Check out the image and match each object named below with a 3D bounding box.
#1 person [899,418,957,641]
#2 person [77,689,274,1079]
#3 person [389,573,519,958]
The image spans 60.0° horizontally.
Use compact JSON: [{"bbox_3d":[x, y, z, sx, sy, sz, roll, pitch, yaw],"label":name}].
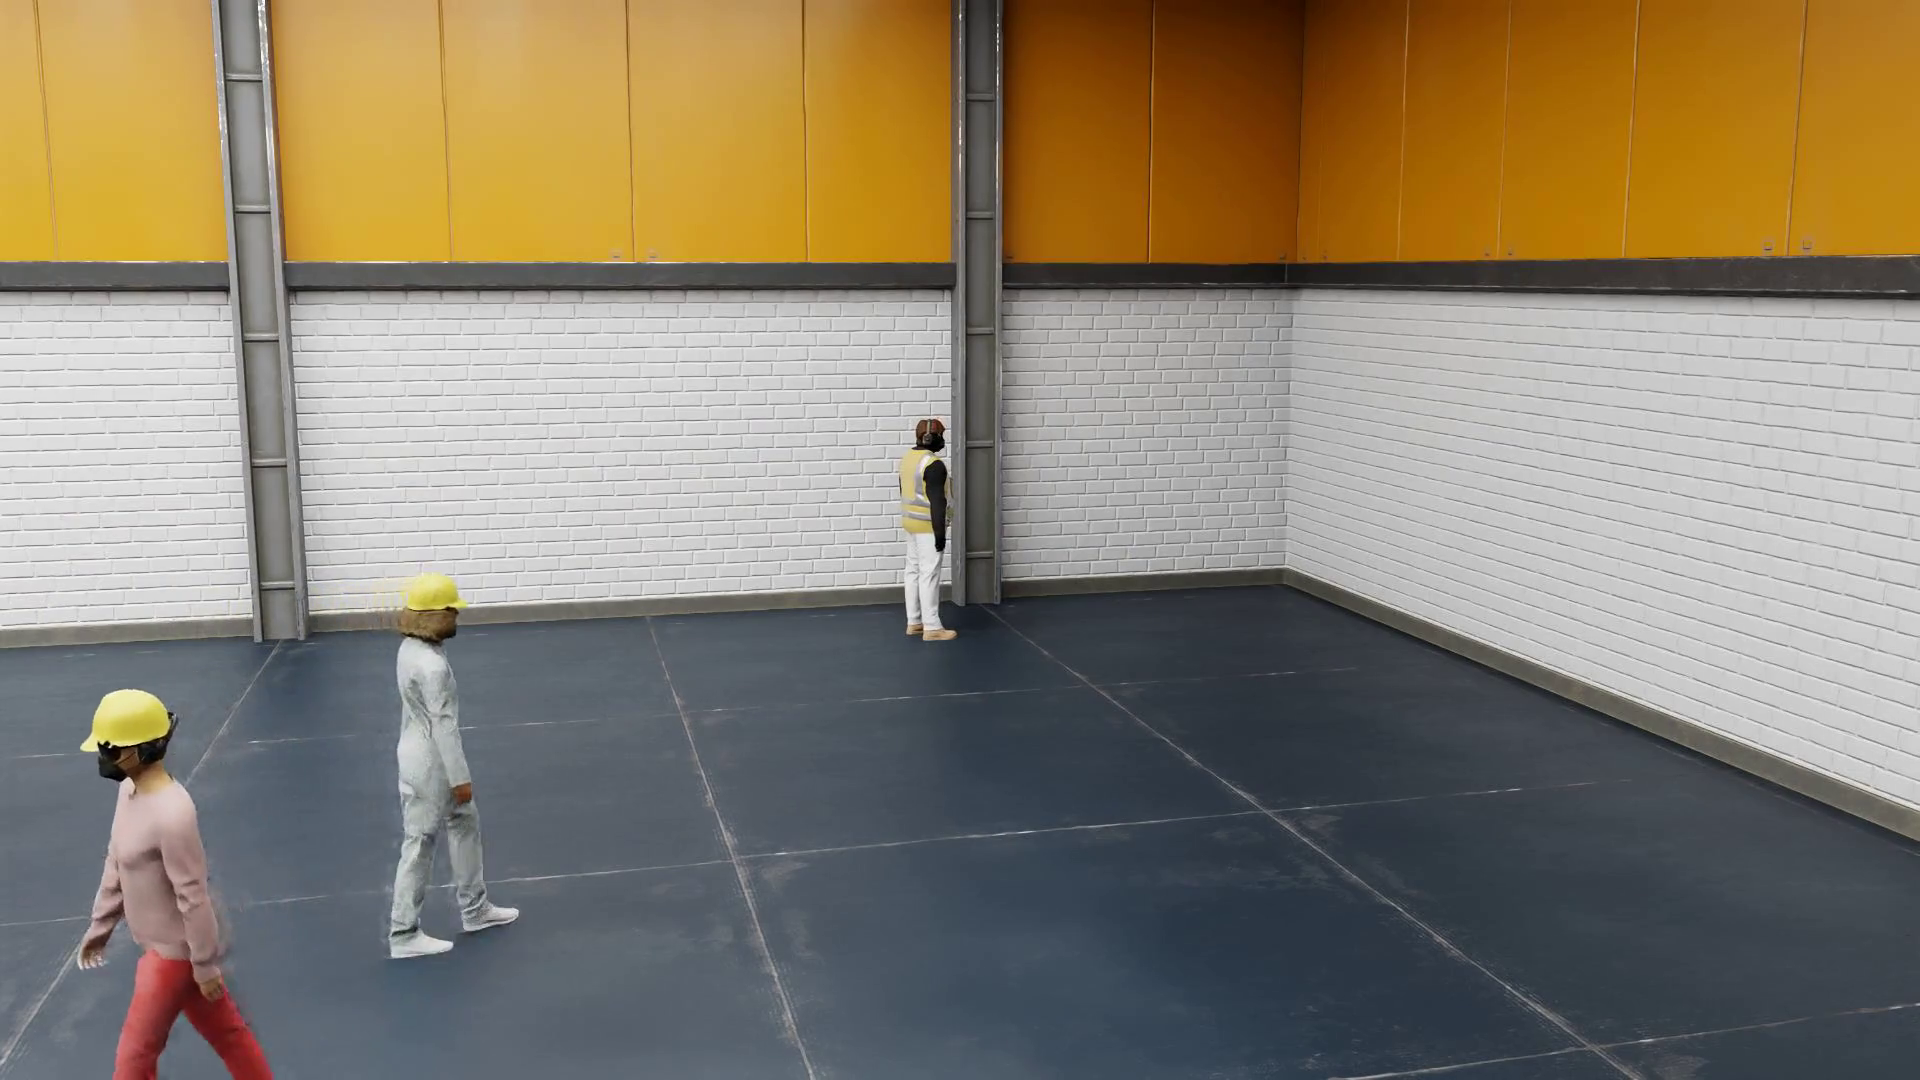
[{"bbox_3d":[-0.270,-0.091,13.842,0.430,1.841,0.624,-5,10,-26],"label":"person"},{"bbox_3d":[-2.656,1.324,5.401,0.926,1.715,0.531,-6,11,-35],"label":"person"},{"bbox_3d":[-2.263,0.994,7.441,0.728,1.717,0.506,-4,10,-26],"label":"person"}]
